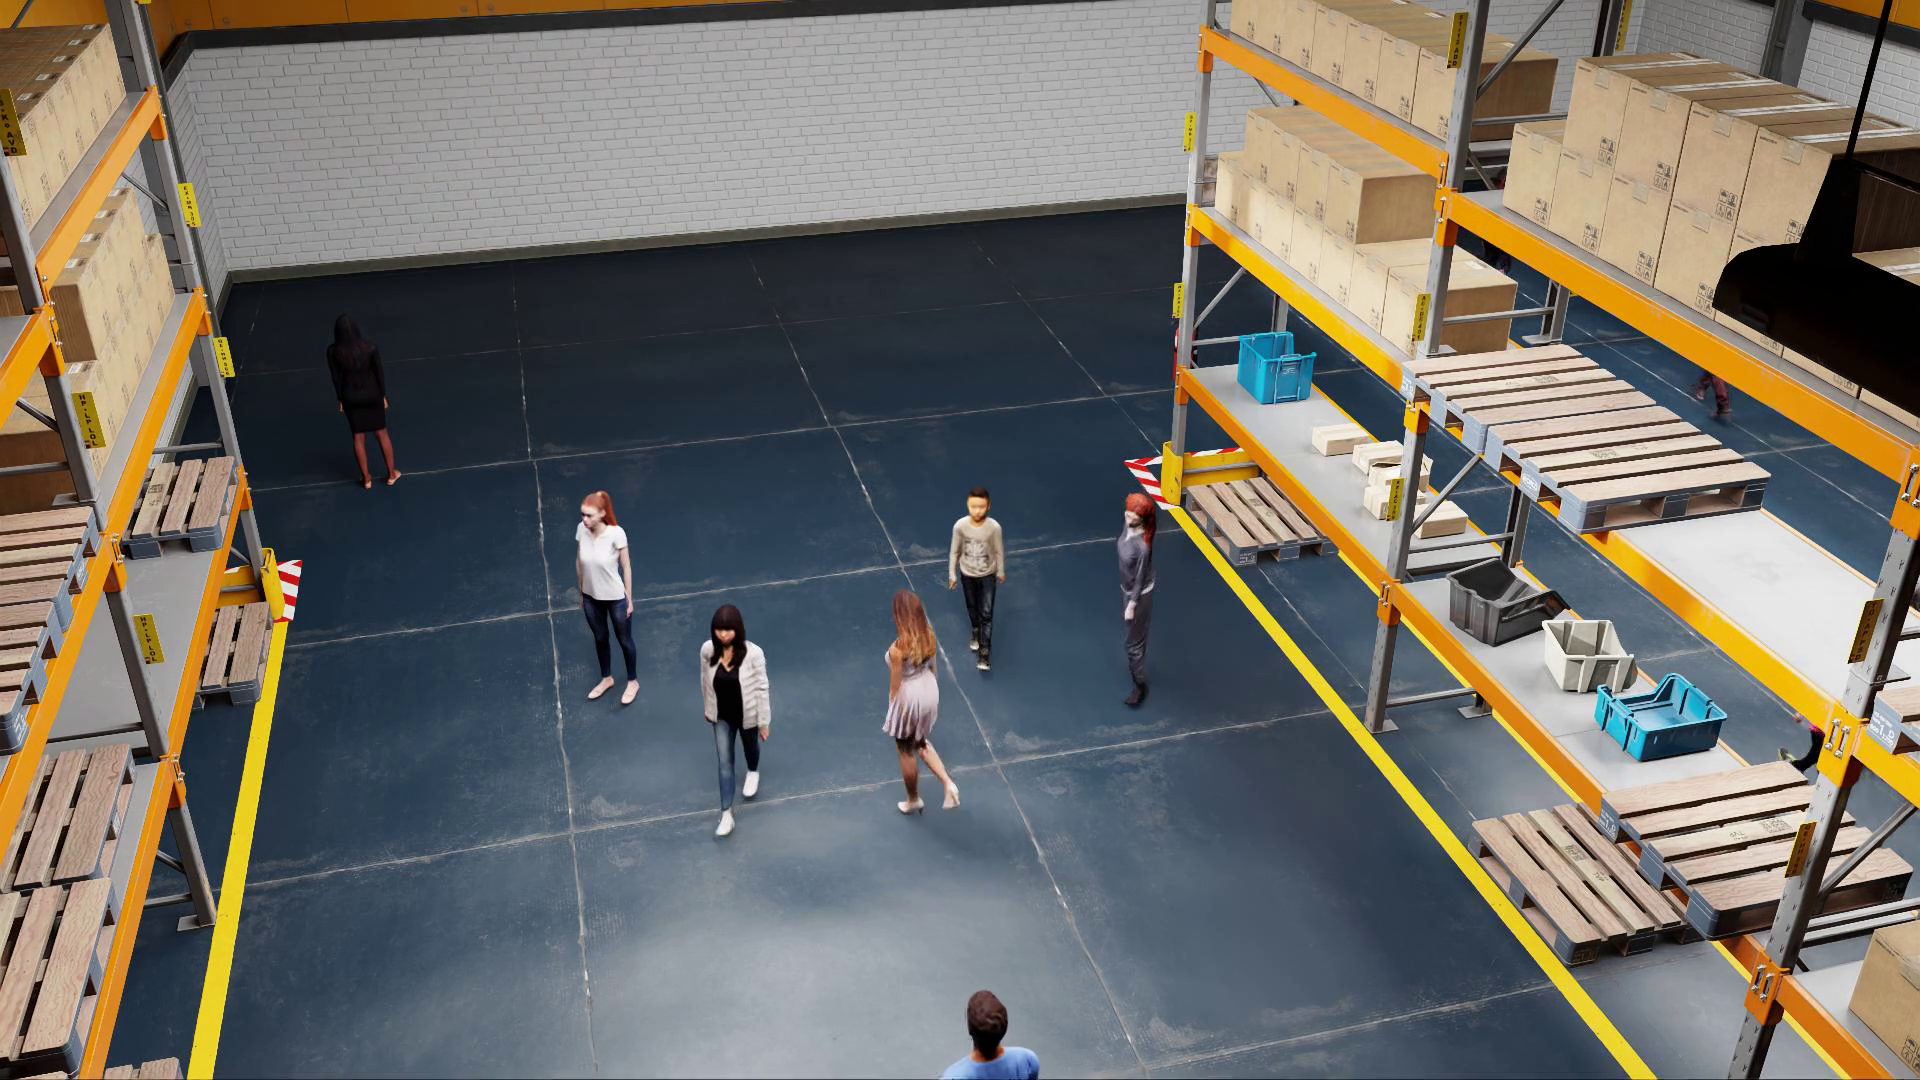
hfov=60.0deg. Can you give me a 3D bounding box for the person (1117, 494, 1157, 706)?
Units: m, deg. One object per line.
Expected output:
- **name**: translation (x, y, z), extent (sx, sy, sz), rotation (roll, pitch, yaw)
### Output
- **person**: translation (1.327, 0.374, 12.393), extent (0.853, 1.754, 0.525), rotation (3, 29, 5)

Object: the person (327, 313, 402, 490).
- **person**: translation (-5.576, -1.307, 15.510), extent (0.600, 1.720, 0.493), rotation (-7, 29, -13)

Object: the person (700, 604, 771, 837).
- **person**: translation (-1.480, 1.118, 11.194), extent (0.874, 1.594, 1.131), rotation (3, 29, 5)

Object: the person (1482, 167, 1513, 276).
- **person**: translation (6.286, -3.508, 19.556), extent (0.794, 1.709, 0.765), rotation (-24, 37, -37)

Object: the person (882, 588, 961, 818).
- **person**: translation (-0.230, 1.151, 10.965), extent (0.894, 1.756, 0.801), rotation (19, 34, 31)

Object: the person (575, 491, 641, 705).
- **person**: translation (-2.610, 0.416, 12.333), extent (0.658, 1.737, 0.680), rotation (8, 30, 15)

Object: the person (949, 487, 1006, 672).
- **person**: translation (0.151, 0.225, 12.989), extent (0.797, 1.444, 0.983), rotation (4, 29, 7)

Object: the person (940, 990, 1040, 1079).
- **person**: translation (0.137, 2.869, 7.708), extent (0.640, 1.859, 0.576), rotation (-10, 30, -17)
